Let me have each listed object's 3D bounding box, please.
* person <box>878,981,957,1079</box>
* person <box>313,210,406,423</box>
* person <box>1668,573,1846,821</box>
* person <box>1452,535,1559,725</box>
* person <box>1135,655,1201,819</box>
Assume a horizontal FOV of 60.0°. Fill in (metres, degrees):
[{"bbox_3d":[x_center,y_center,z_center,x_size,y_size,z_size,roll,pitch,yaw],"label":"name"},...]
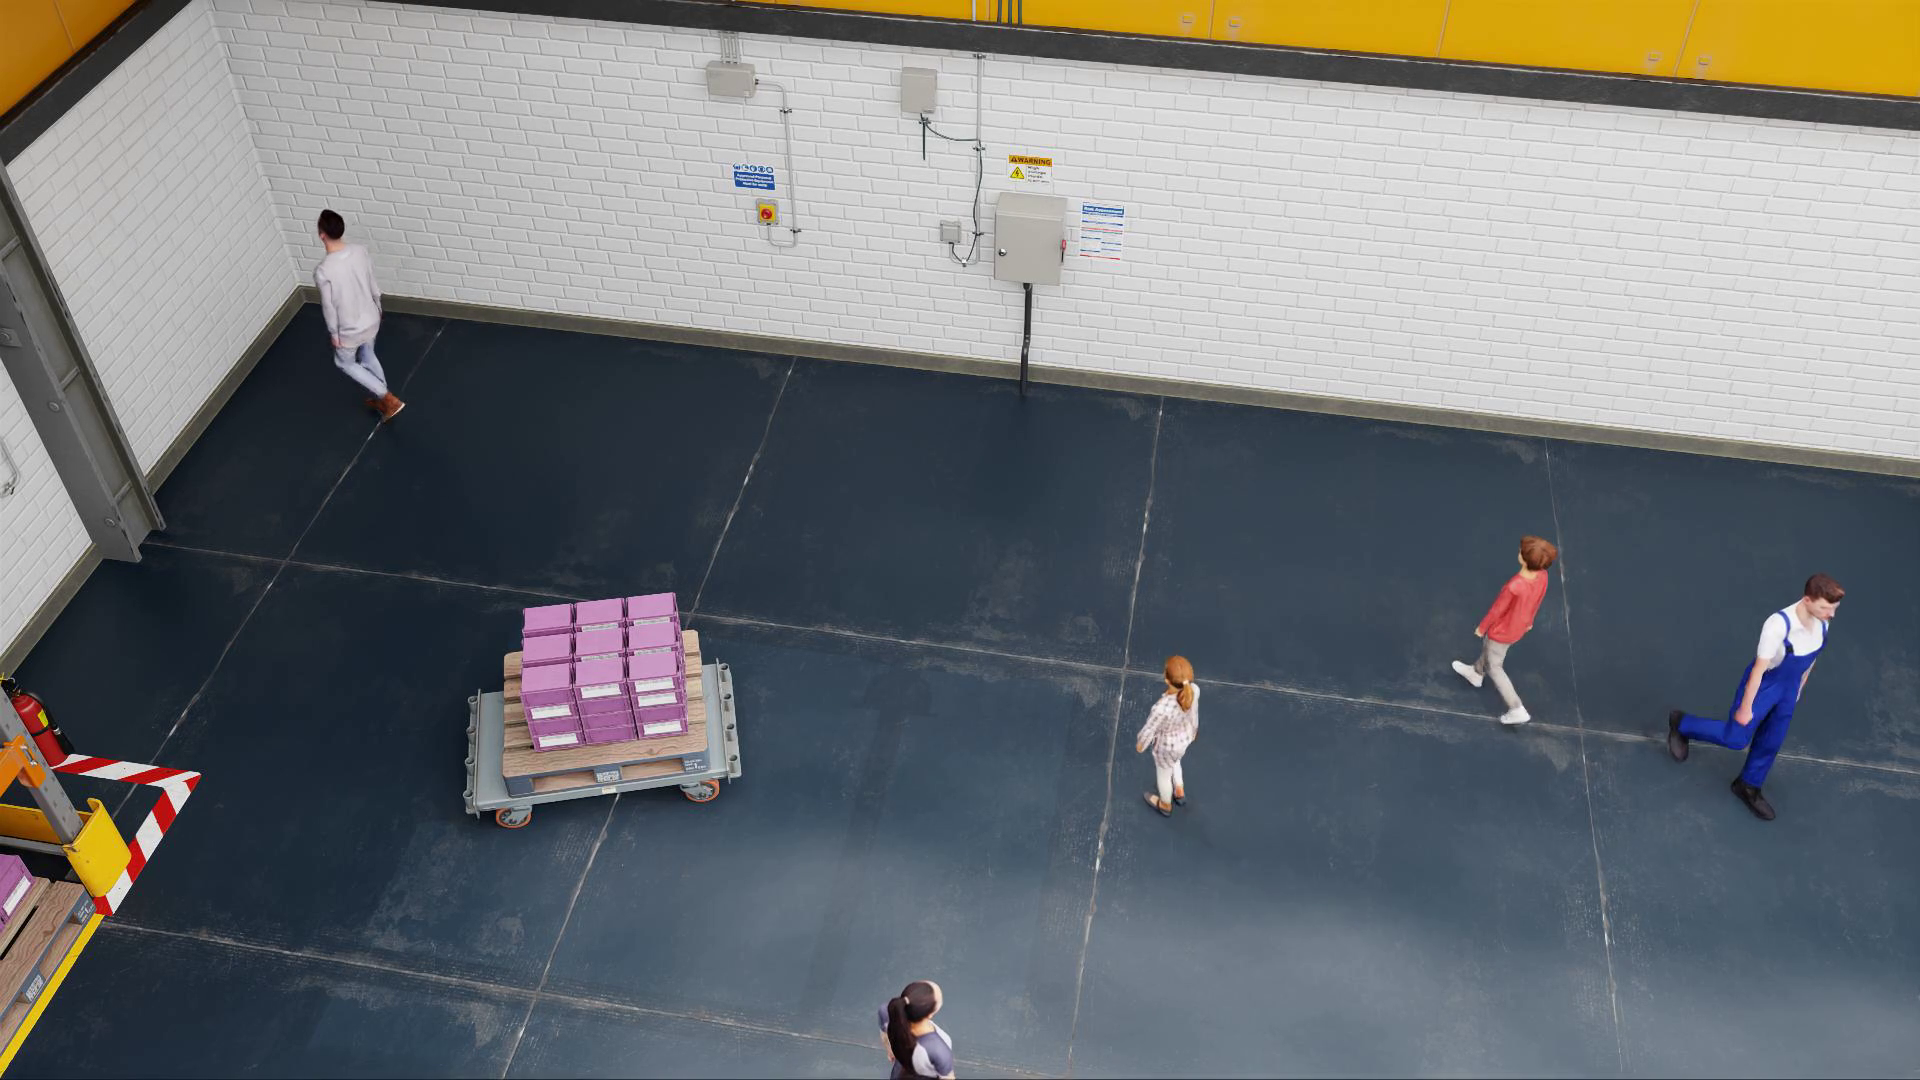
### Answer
[{"bbox_3d":[-0.194,2.632,8.062,0.671,1.650,0.679,31,52,29],"label":"person"},{"bbox_3d":[-4.455,-1.612,12.393,0.869,1.820,0.800,21,47,20],"label":"person"},{"bbox_3d":[4.725,0.829,9.820,0.987,1.835,1.128,-17,46,-17],"label":"person"},{"bbox_3d":[3.473,0.577,10.398,0.886,1.402,0.925,-28,50,-26],"label":"person"},{"bbox_3d":[1.293,1.212,9.805,0.613,1.302,0.686,-30,51,-28],"label":"person"}]
